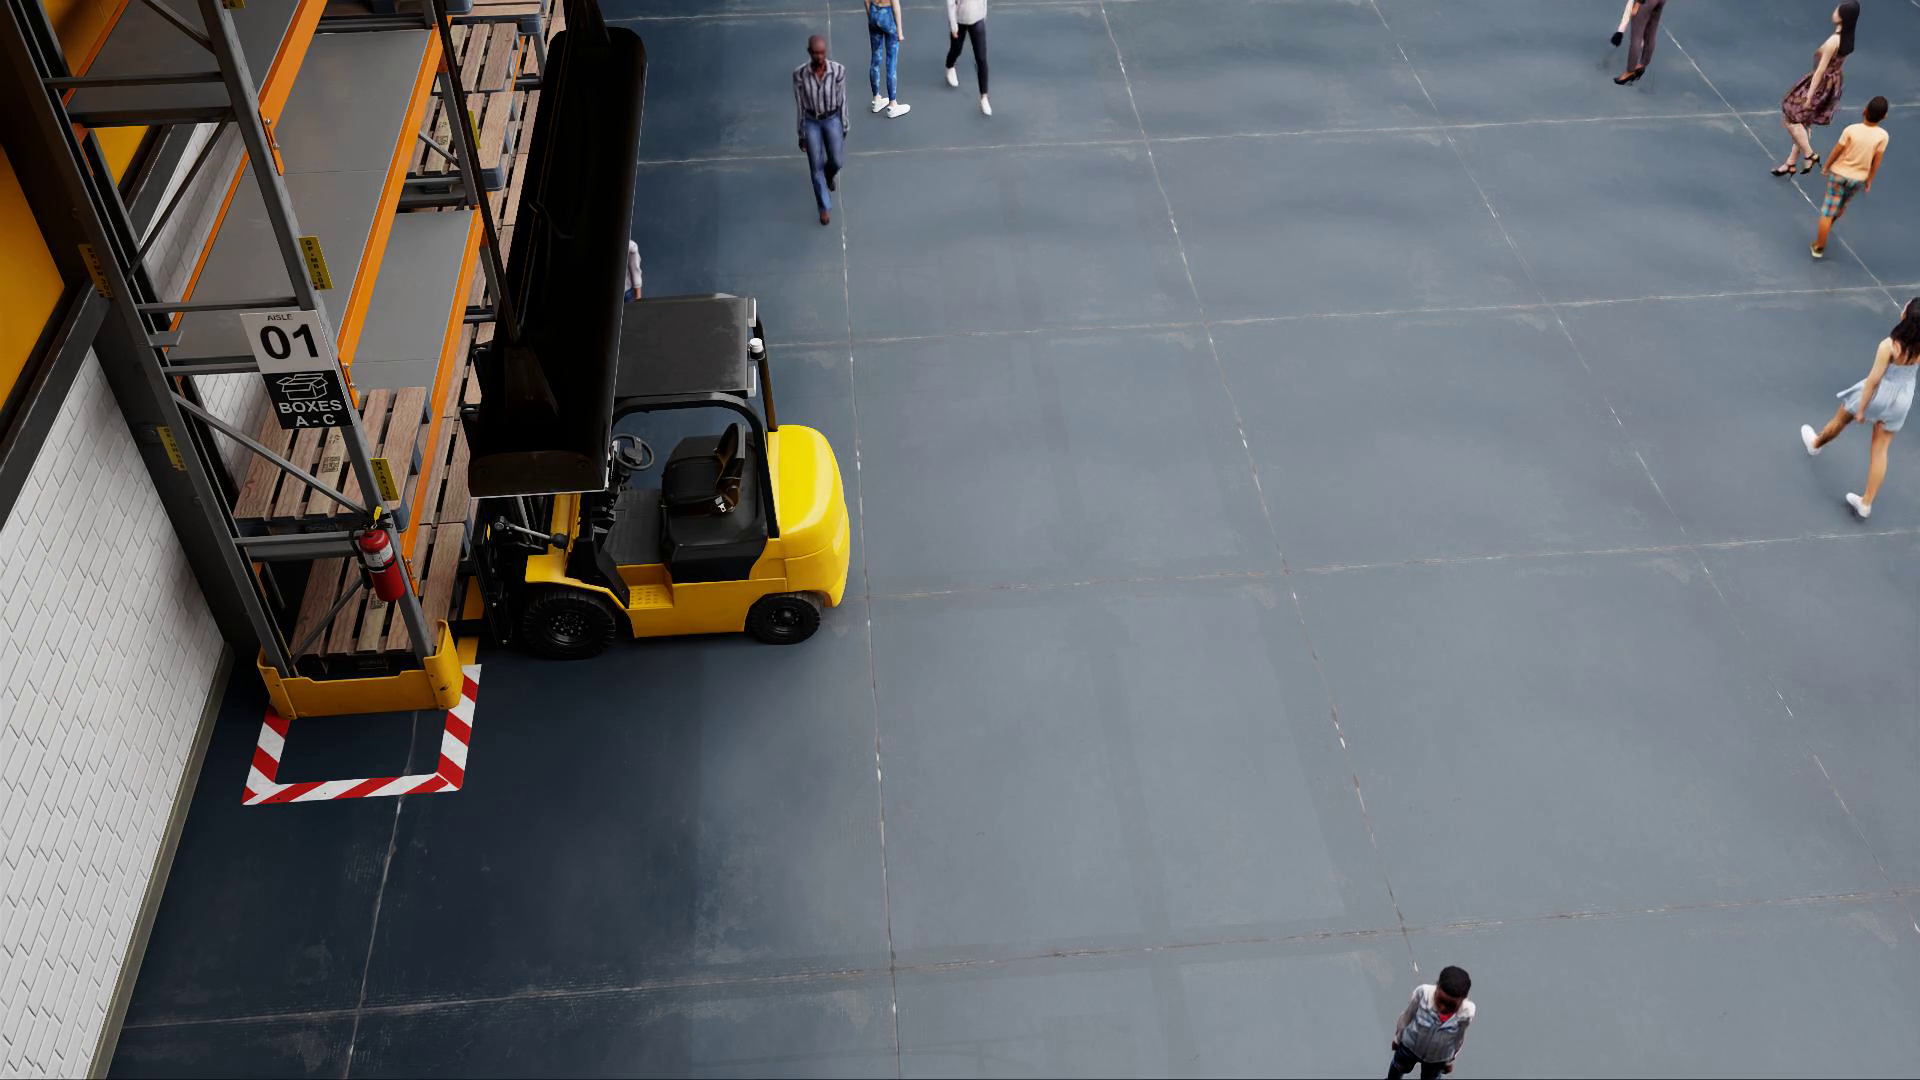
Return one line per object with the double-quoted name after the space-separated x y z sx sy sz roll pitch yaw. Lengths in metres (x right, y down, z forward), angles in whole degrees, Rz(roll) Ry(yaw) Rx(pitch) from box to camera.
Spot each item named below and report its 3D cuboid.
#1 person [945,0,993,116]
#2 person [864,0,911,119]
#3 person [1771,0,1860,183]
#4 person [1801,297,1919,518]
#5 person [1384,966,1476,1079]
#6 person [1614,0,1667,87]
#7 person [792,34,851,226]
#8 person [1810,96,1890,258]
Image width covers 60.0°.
0.026 -5.096 16.273 0.754 1.656 1.163 -12 45 -13 "person"
-0.735 -4.943 16.020 0.690 1.784 0.747 28 50 26 "person"
7.840 -4.002 15.048 0.841 1.762 0.911 -30 51 -28 "person"
6.629 -0.925 11.884 0.573 1.672 1.153 -5 44 -5 "person"
2.404 2.565 8.518 0.565 1.261 0.612 20 47 20 "person"
6.854 -5.320 16.499 0.685 1.670 0.696 -26 49 -24 "person"
-1.239 -3.677 14.694 0.662 1.780 0.771 -7 44 -7 "person"
7.652 -3.093 14.334 0.791 1.431 1.012 13 45 13 "person"
